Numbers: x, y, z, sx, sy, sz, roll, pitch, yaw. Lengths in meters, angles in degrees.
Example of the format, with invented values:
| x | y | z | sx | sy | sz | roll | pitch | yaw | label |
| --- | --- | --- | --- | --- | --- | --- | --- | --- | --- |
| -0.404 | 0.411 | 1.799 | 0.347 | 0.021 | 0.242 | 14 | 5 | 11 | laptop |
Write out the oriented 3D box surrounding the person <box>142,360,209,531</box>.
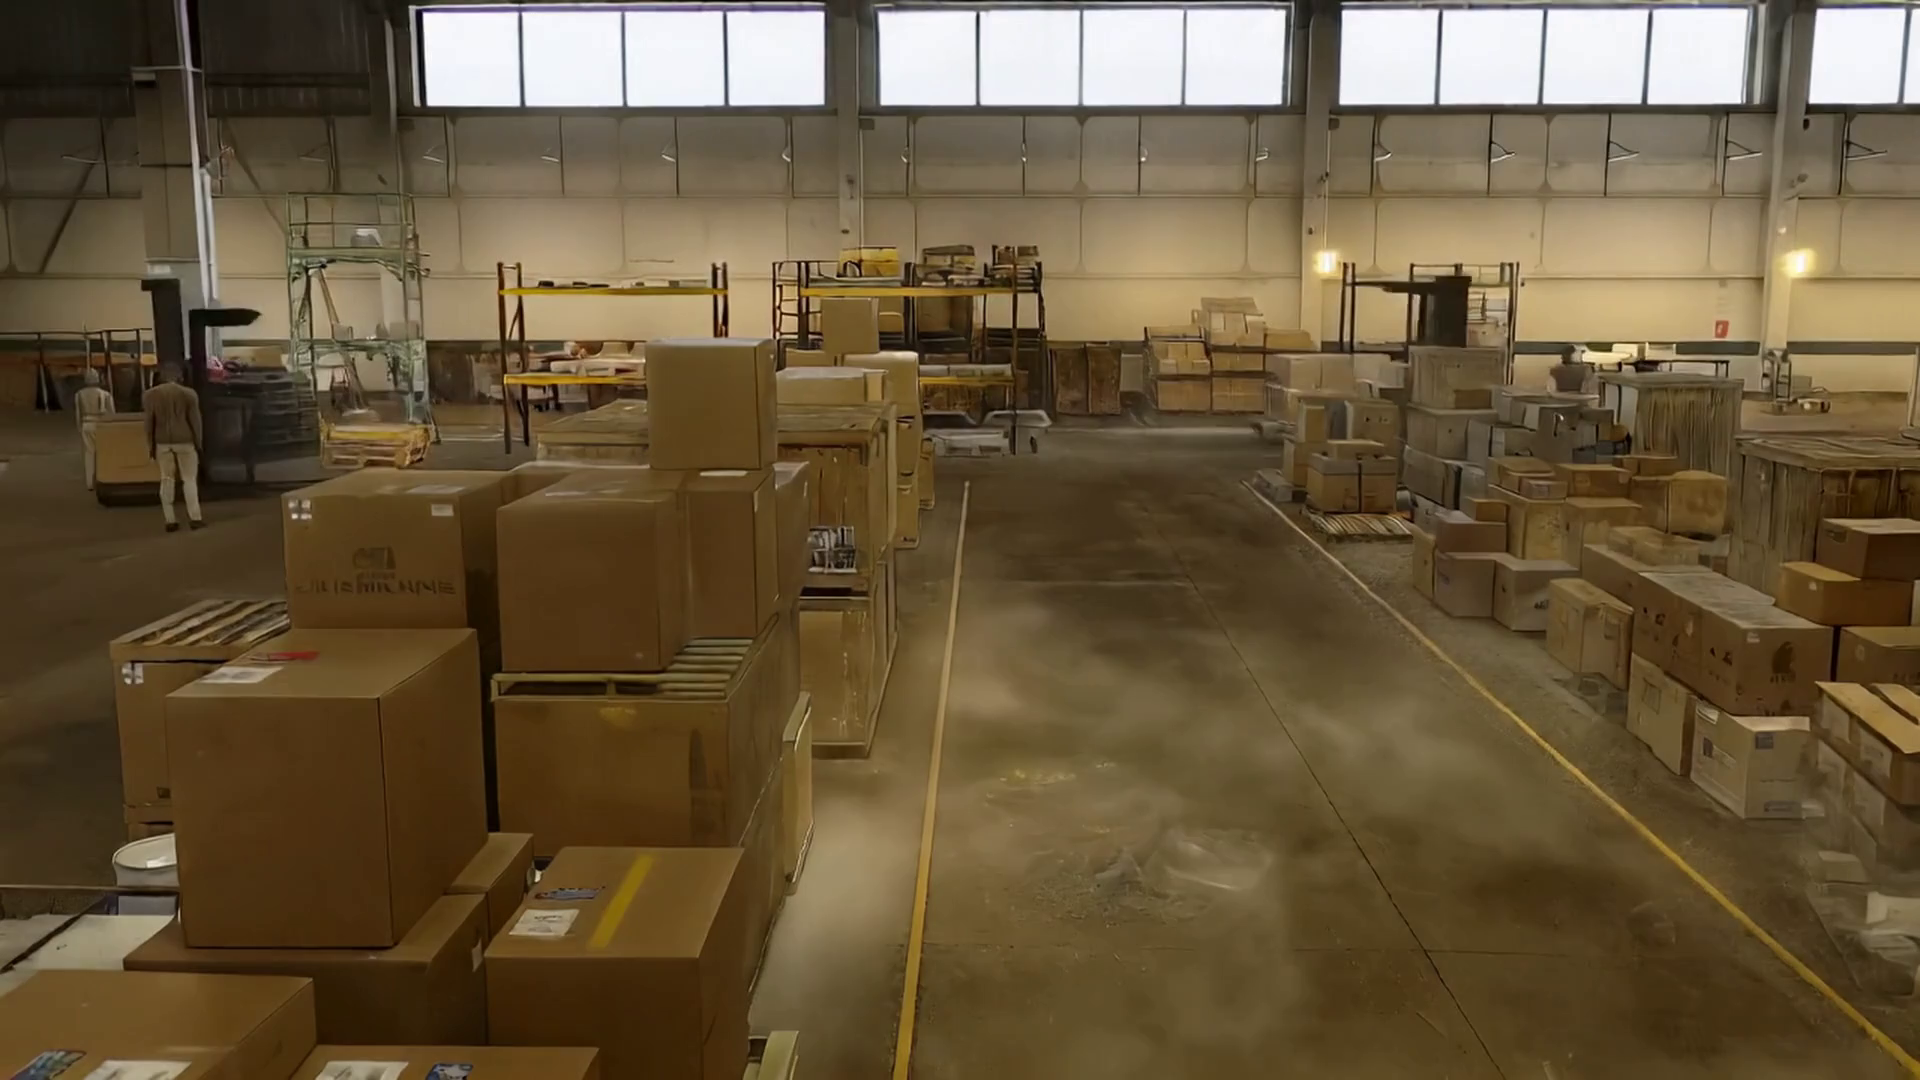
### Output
| x | y | z | sx | sy | sz | roll | pitch | yaw | label |
| --- | --- | --- | --- | --- | --- | --- | --- | --- | --- |
| -8.870 | -1.061 | 18.820 | 0.627 | 1.936 | 0.374 | -1 | 10 | -5 | person |

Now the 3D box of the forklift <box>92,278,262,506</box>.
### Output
| x | y | z | sx | sy | sz | roll | pitch | yaw | label |
| --- | --- | --- | --- | --- | --- | --- | --- | --- | --- |
| -10.024 | -1.920 | 21.135 | 1.873 | 2.768 | 1.129 | -5 | 11 | -27 | forklift |

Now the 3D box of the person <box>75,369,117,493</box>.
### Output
| x | y | z | sx | sy | sz | roll | pitch | yaw | label |
| --- | --- | --- | --- | --- | --- | --- | --- | --- | --- |
| -11.338 | -1.425 | 21.882 | 0.514 | 1.641 | 0.307 | 0 | 9 | 0 | person |

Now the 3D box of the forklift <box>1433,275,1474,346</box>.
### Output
| x | y | z | sx | sy | sz | roll | pitch | yaw | label |
| --- | --- | --- | --- | --- | --- | --- | --- | --- | --- |
| 7.808 | -2.815 | 26.495 | 1.873 | 2.768 | 1.129 | 0 | 9 | 1 | forklift |

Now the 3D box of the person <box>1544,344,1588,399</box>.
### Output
| x | y | z | sx | sy | sz | roll | pitch | yaw | label |
| --- | --- | --- | --- | --- | --- | --- | --- | --- | --- |
| 8.653 | -1.876 | 23.901 | 0.608 | 1.867 | 0.983 | -2 | 10 | -12 | person |
